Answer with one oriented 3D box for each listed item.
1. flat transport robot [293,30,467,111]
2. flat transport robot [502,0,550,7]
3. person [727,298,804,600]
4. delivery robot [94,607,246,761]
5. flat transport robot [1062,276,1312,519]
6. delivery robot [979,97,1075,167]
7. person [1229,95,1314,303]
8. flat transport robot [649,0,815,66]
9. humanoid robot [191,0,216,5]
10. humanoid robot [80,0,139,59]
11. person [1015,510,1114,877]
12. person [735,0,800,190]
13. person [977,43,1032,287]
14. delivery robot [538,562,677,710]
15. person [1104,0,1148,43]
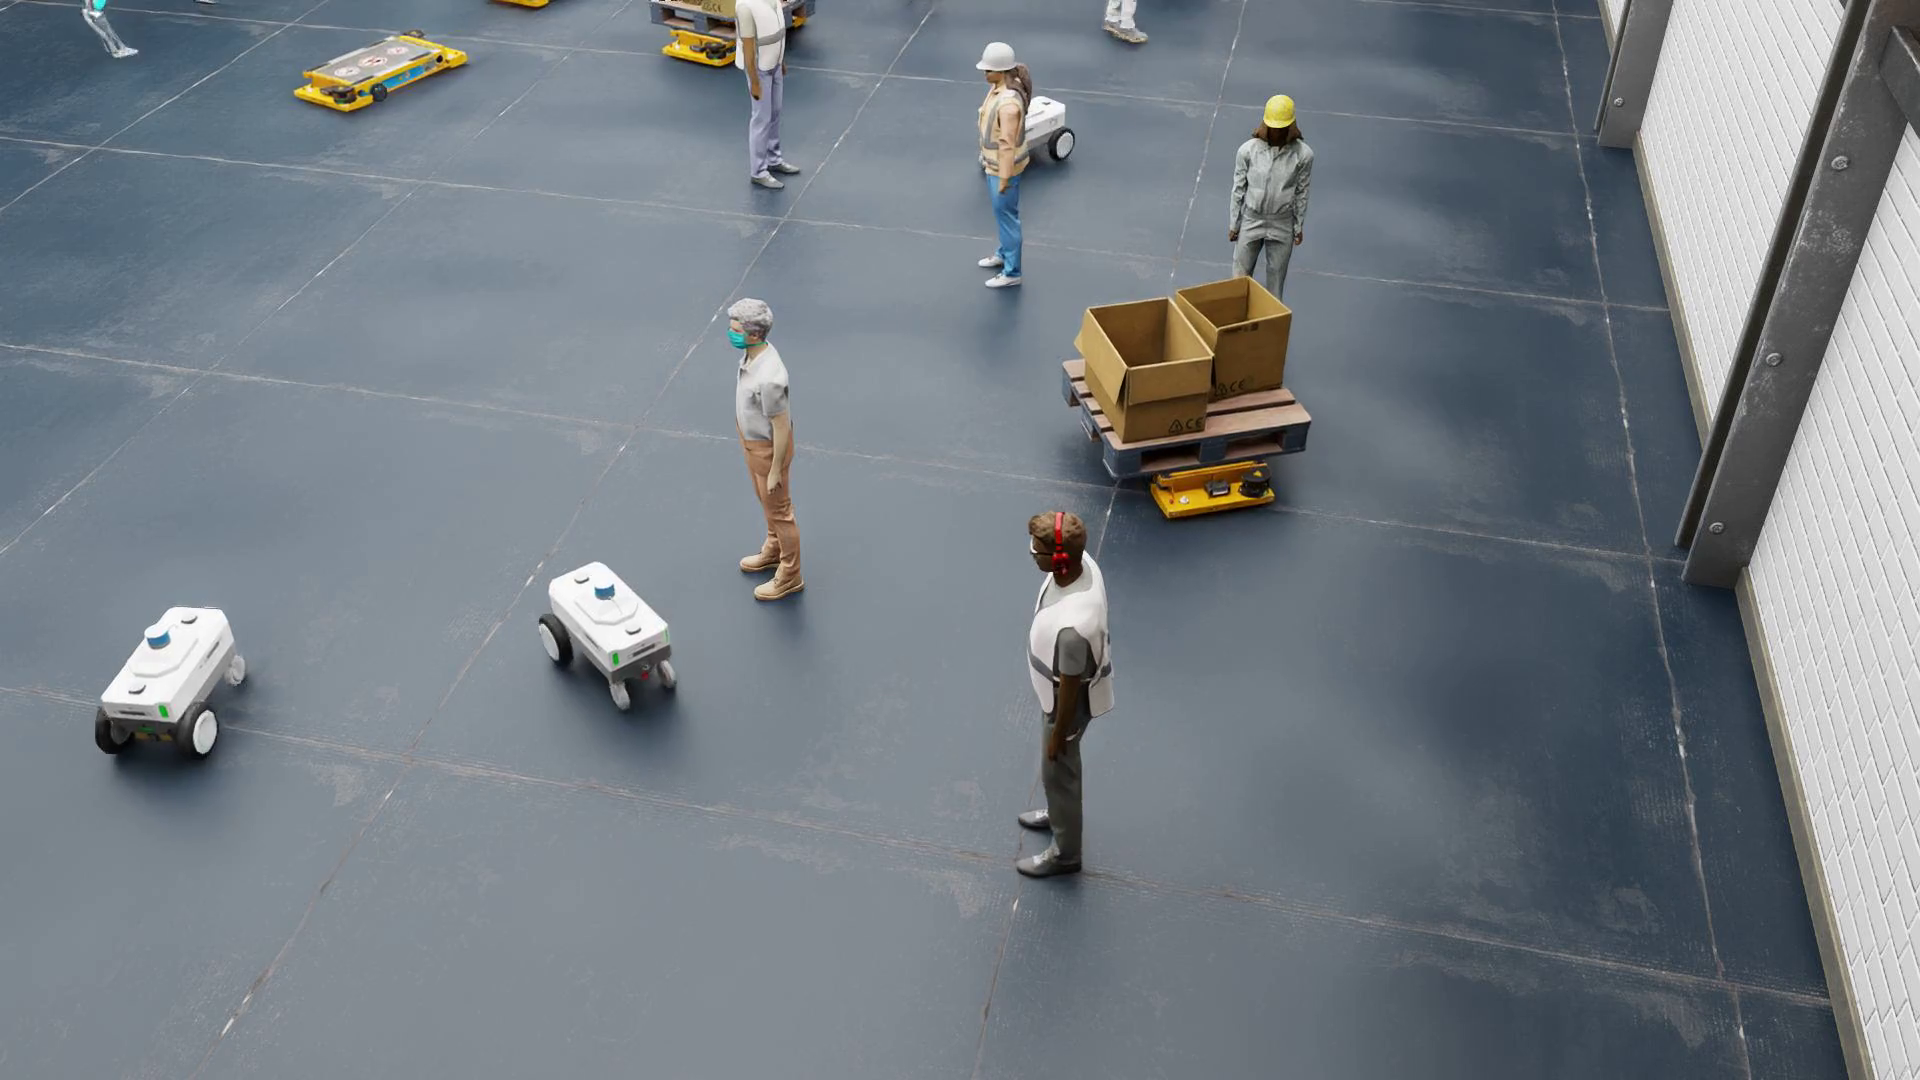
[{"bbox_3d":[-5.158,-4.187,14.822,0.659,0.231,1.431,20,41,25],"label":"flat transport robot"},{"bbox_3d":[-4.111,-5.766,16.935,0.659,0.231,1.431,18,41,23],"label":"flat transport robot"},{"bbox_3d":[-1.015,-0.471,8.613,0.307,1.745,0.497,-13,39,-16],"label":"person"},{"bbox_3d":[-3.824,0.671,8.076,0.499,0.587,0.788,4,37,5],"label":"delivery robot"},{"bbox_3d":[1.316,-0.636,10.070,0.659,0.231,1.431,-9,38,-12],"label":"flat transport robot"},{"bbox_3d":[0.536,-3.303,13.416,0.791,0.614,0.499,-30,46,-34],"label":"delivery robot"},{"bbox_3d":[1.974,-2.019,10.688,0.493,1.742,0.300,3,37,4],"label":"person"},{"bbox_3d":[-2.108,-4.812,15.658,0.659,0.231,1.431,19,41,24],"label":"flat transport robot"},{"bbox_3d":[-7.156,-6.041,16.085,0.537,1.729,1.033,22,42,27],"label":"humanoid robot"},{"bbox_3d":[-7.749,-5.138,14.917,0.554,1.833,0.731,18,40,22],"label":"humanoid robot"},{"bbox_3d":[0.450,0.651,7.046,0.405,1.830,0.569,1,37,2],"label":"person"},{"bbox_3d":[-1.513,-3.621,12.756,0.384,1.837,0.561,11,38,14],"label":"person"},{"bbox_3d":[0.298,-2.585,11.467,0.377,1.721,0.493,-4,37,-6],"label":"person"},{"bbox_3d":[-1.768,0.433,8.389,0.499,0.581,0.768,-26,44,-30],"label":"delivery robot"},{"bbox_3d":[1.633,-5.546,15.307,0.704,1.860,0.590,24,43,29],"label":"person"}]
